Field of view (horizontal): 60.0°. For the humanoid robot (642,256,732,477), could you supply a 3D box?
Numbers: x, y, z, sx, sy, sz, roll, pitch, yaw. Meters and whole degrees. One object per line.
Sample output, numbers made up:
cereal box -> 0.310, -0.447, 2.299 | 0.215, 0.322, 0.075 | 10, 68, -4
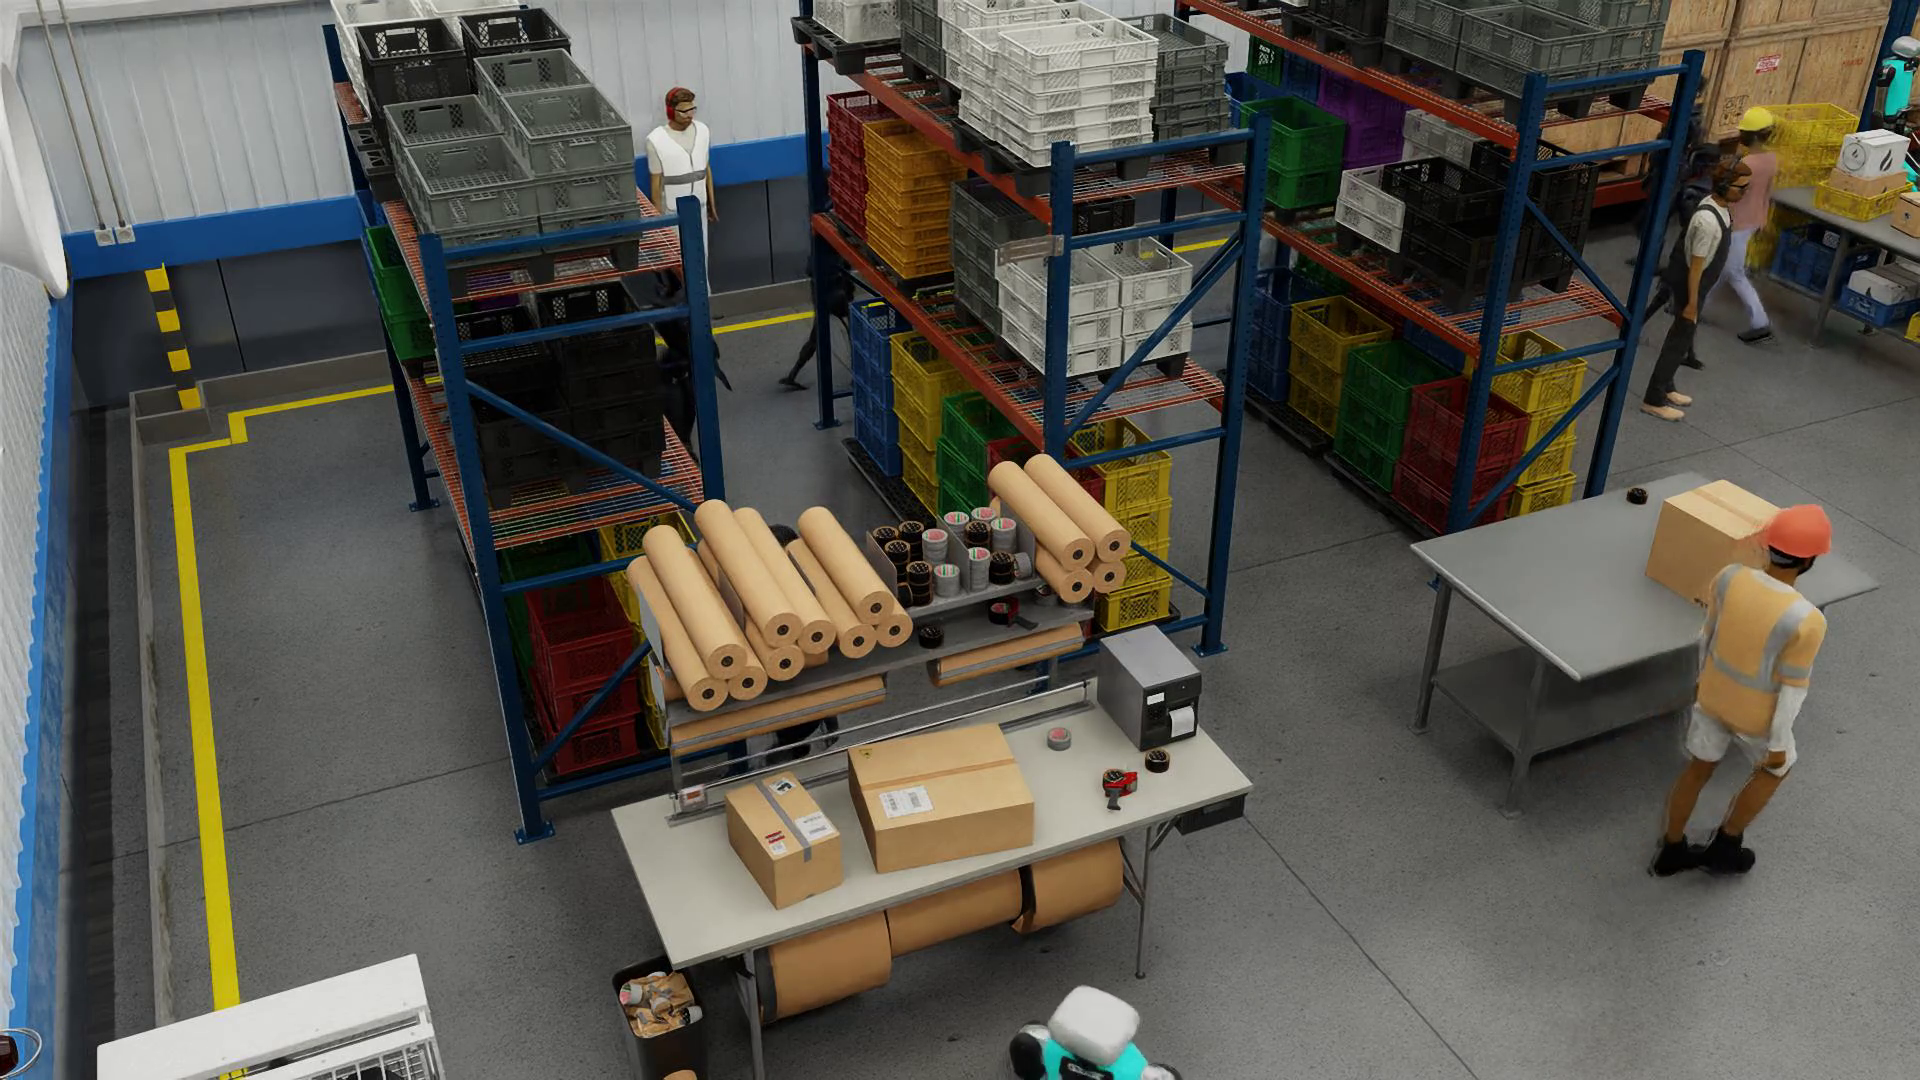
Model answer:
humanoid robot -> -1.696, -1.006, 10.307 | 0.778, 1.628, 0.602 | 25, 40, 35

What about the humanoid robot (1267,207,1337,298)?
humanoid robot -> 2.711, -2.564, 12.744 | 0.850, 1.784, 0.565 | -3, 32, -4

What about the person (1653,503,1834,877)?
person -> 3.466, 0.691, 7.274 | 0.605, 1.914, 0.574 | -15, 35, -22

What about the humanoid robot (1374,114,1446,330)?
humanoid robot -> 3.322, -2.397, 12.451 | 0.560, 1.737, 0.989 | -16, 35, -24

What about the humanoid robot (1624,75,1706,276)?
humanoid robot -> 5.697, -2.917, 13.361 | 0.342, 1.655, 0.584 | -4, 32, -7

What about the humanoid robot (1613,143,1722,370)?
humanoid robot -> 5.170, -2.061, 12.010 | 0.734, 1.631, 0.616 | 21, 37, 30

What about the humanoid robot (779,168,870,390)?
humanoid robot -> -0.920, -1.796, 11.606 | 0.777, 1.647, 0.601 | -14, 34, -21

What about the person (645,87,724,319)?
person -> -2.087, -2.510, 12.556 | 0.390, 1.836, 0.562 | 27, 41, 36

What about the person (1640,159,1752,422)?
person -> 4.963, -1.684, 11.216 | 0.333, 1.837, 0.506 | 16, 35, 24

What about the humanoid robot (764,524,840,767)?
humanoid robot -> -0.787, 0.659, 7.553 | 0.586, 1.644, 0.335 | 24, 39, 34

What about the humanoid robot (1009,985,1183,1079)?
humanoid robot -> 0.243, 2.268, 4.919 | 0.552, 1.756, 0.983 | 15, 35, 23

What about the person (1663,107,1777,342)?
person -> 5.845, -2.344, 12.388 | 0.532, 1.721, 0.849 | -25, 39, -34

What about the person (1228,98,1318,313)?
person -> 2.435, -2.539, 12.609 | 0.572, 1.821, 0.640 | -5, 32, -7

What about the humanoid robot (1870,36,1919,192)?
humanoid robot -> 7.809, -3.243, 13.705 | 0.533, 1.681, 0.735 | -24, 39, -33
